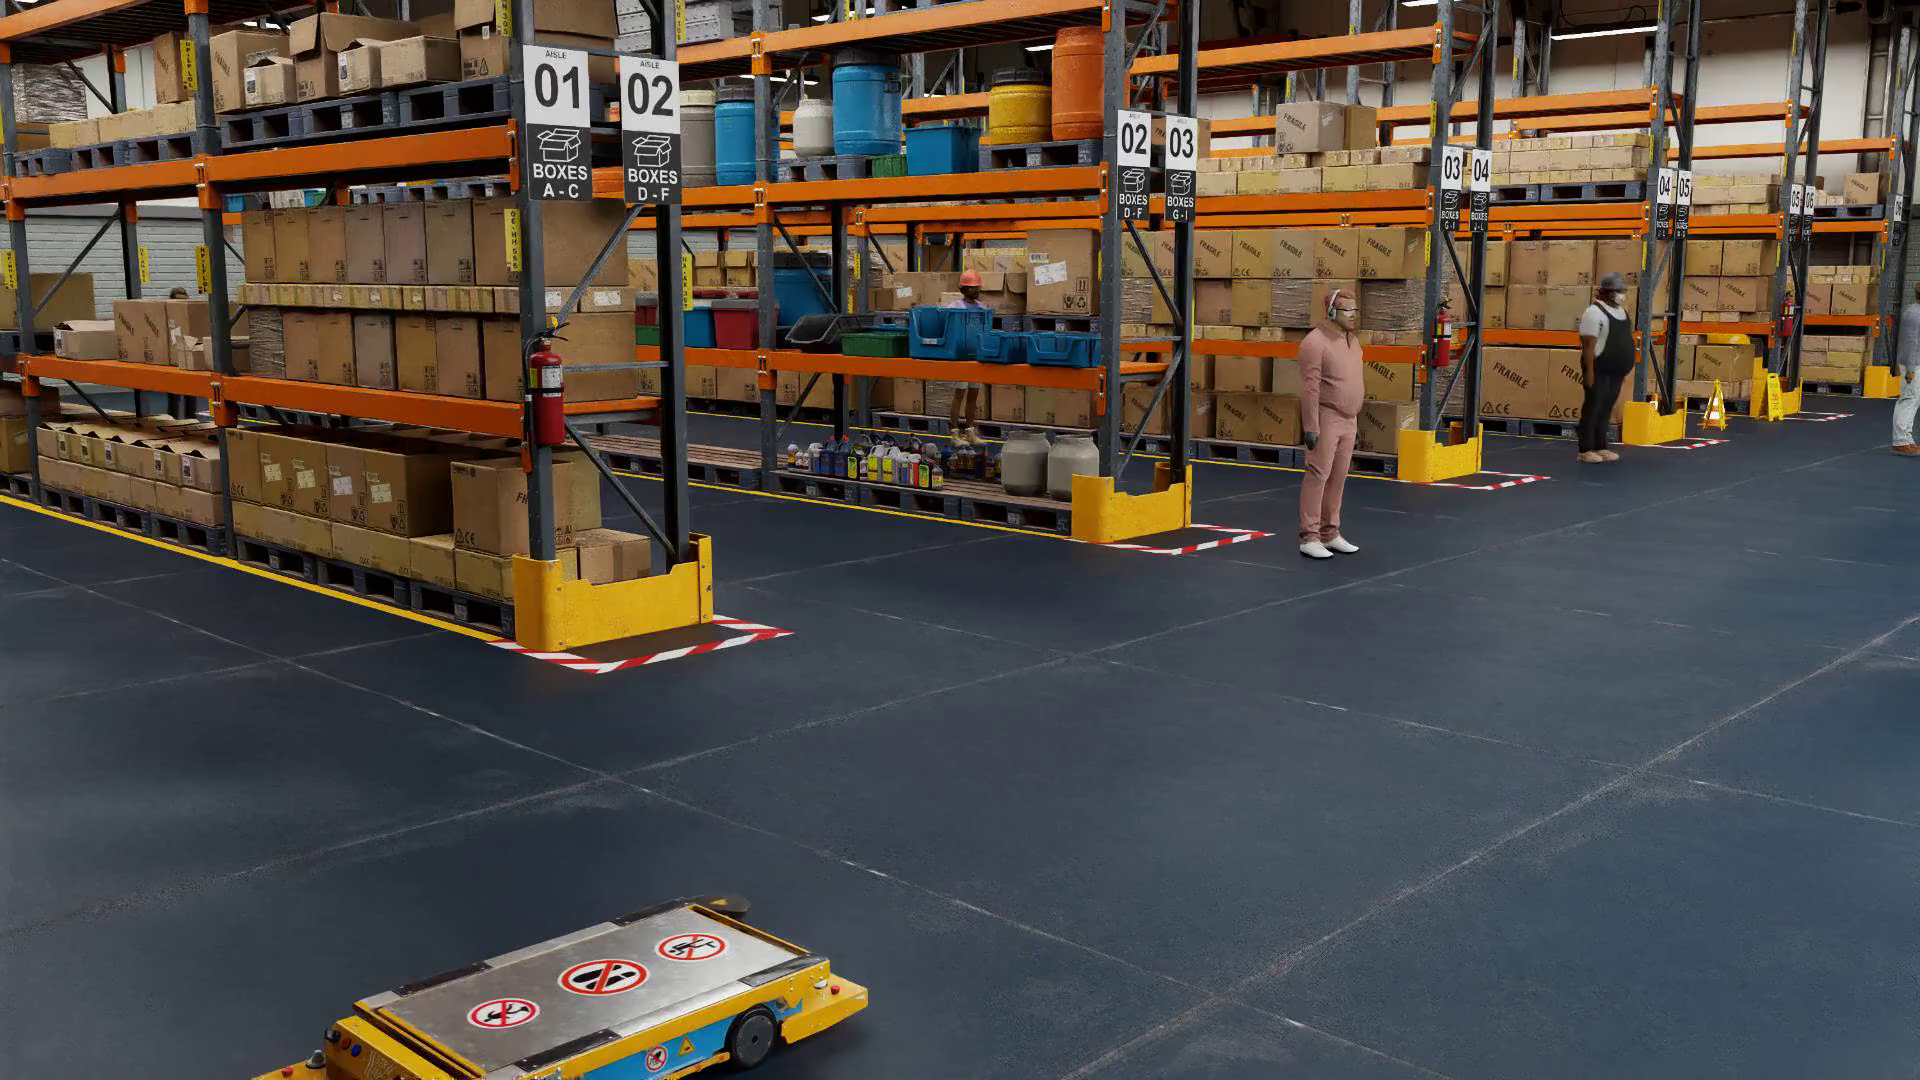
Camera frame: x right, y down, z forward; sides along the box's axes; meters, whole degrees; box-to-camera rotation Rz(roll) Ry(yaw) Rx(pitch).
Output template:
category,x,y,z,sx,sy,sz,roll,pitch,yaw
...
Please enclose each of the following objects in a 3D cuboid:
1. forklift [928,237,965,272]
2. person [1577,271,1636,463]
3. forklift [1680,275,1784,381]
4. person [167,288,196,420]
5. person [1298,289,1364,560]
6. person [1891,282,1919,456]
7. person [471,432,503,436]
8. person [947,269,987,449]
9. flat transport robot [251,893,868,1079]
category,x,y,z,sx,sy,sz,roll,pitch,yaw
forklift,-0.326,-5.817,39.609,1.129,2.768,1.873,9,13,43
person,6.914,-1.829,17.726,0.703,2.000,0.538,-7,12,-38
forklift,12.480,-3.427,27.053,1.214,2.155,2.313,9,13,43
person,-9.124,-2.030,19.505,0.398,1.830,0.529,8,12,42
person,2.679,-0.831,11.894,0.403,1.904,0.651,9,13,43
person,10.569,-1.907,18.385,0.352,1.937,0.635,9,13,43
person,-4.228,-1.191,14.927,0.266,1.631,0.507,9,13,43
person,0.118,-2.082,19.140,0.390,2.040,0.614,9,13,43
flat transport robot,-0.979,1.241,4.283,0.652,0.197,1.431,10,13,43
